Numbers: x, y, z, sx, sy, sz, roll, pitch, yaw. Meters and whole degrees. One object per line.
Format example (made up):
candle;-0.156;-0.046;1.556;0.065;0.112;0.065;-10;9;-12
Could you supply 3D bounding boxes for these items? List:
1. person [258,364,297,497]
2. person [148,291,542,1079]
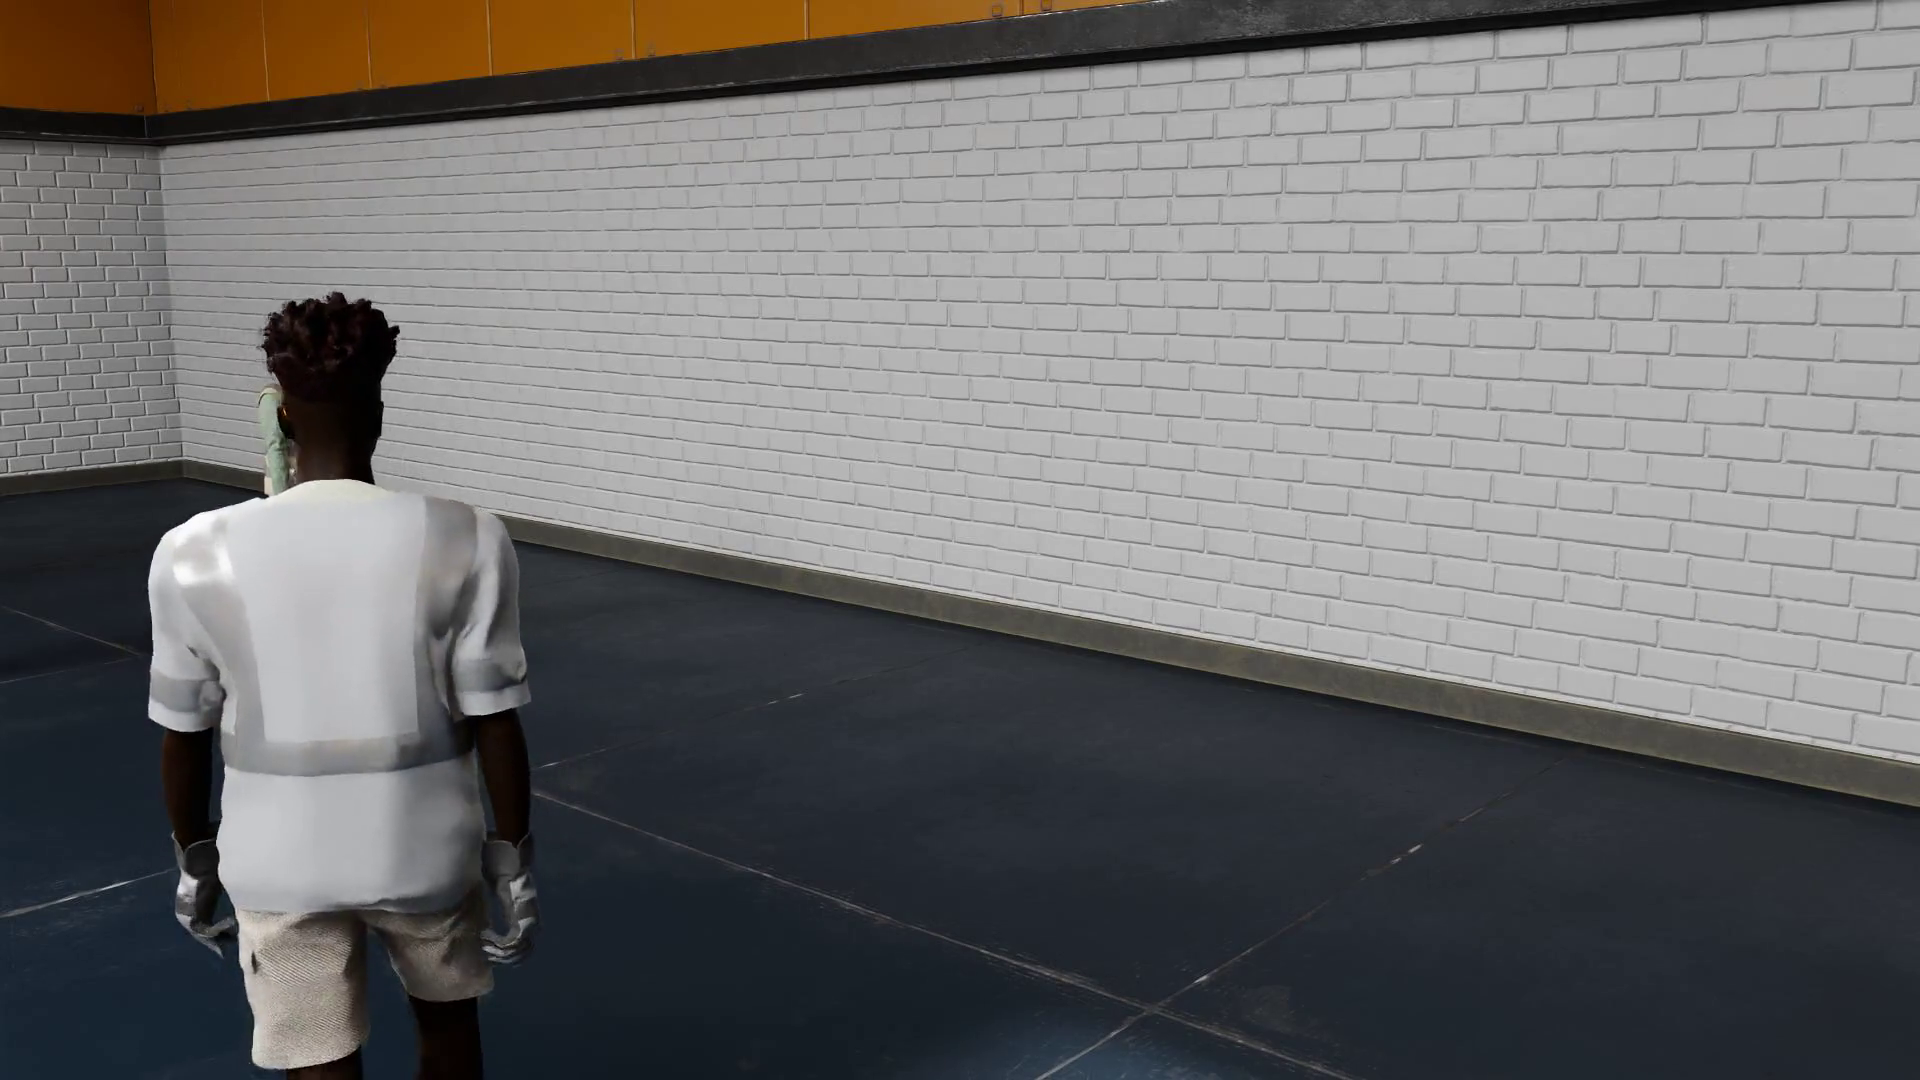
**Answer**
person;-3.267;-0.224;8.203;0.308;1.636;0.524;0;10;-1
person;-1.090;0.534;3.001;0.632;1.937;0.736;-3;10;-16
